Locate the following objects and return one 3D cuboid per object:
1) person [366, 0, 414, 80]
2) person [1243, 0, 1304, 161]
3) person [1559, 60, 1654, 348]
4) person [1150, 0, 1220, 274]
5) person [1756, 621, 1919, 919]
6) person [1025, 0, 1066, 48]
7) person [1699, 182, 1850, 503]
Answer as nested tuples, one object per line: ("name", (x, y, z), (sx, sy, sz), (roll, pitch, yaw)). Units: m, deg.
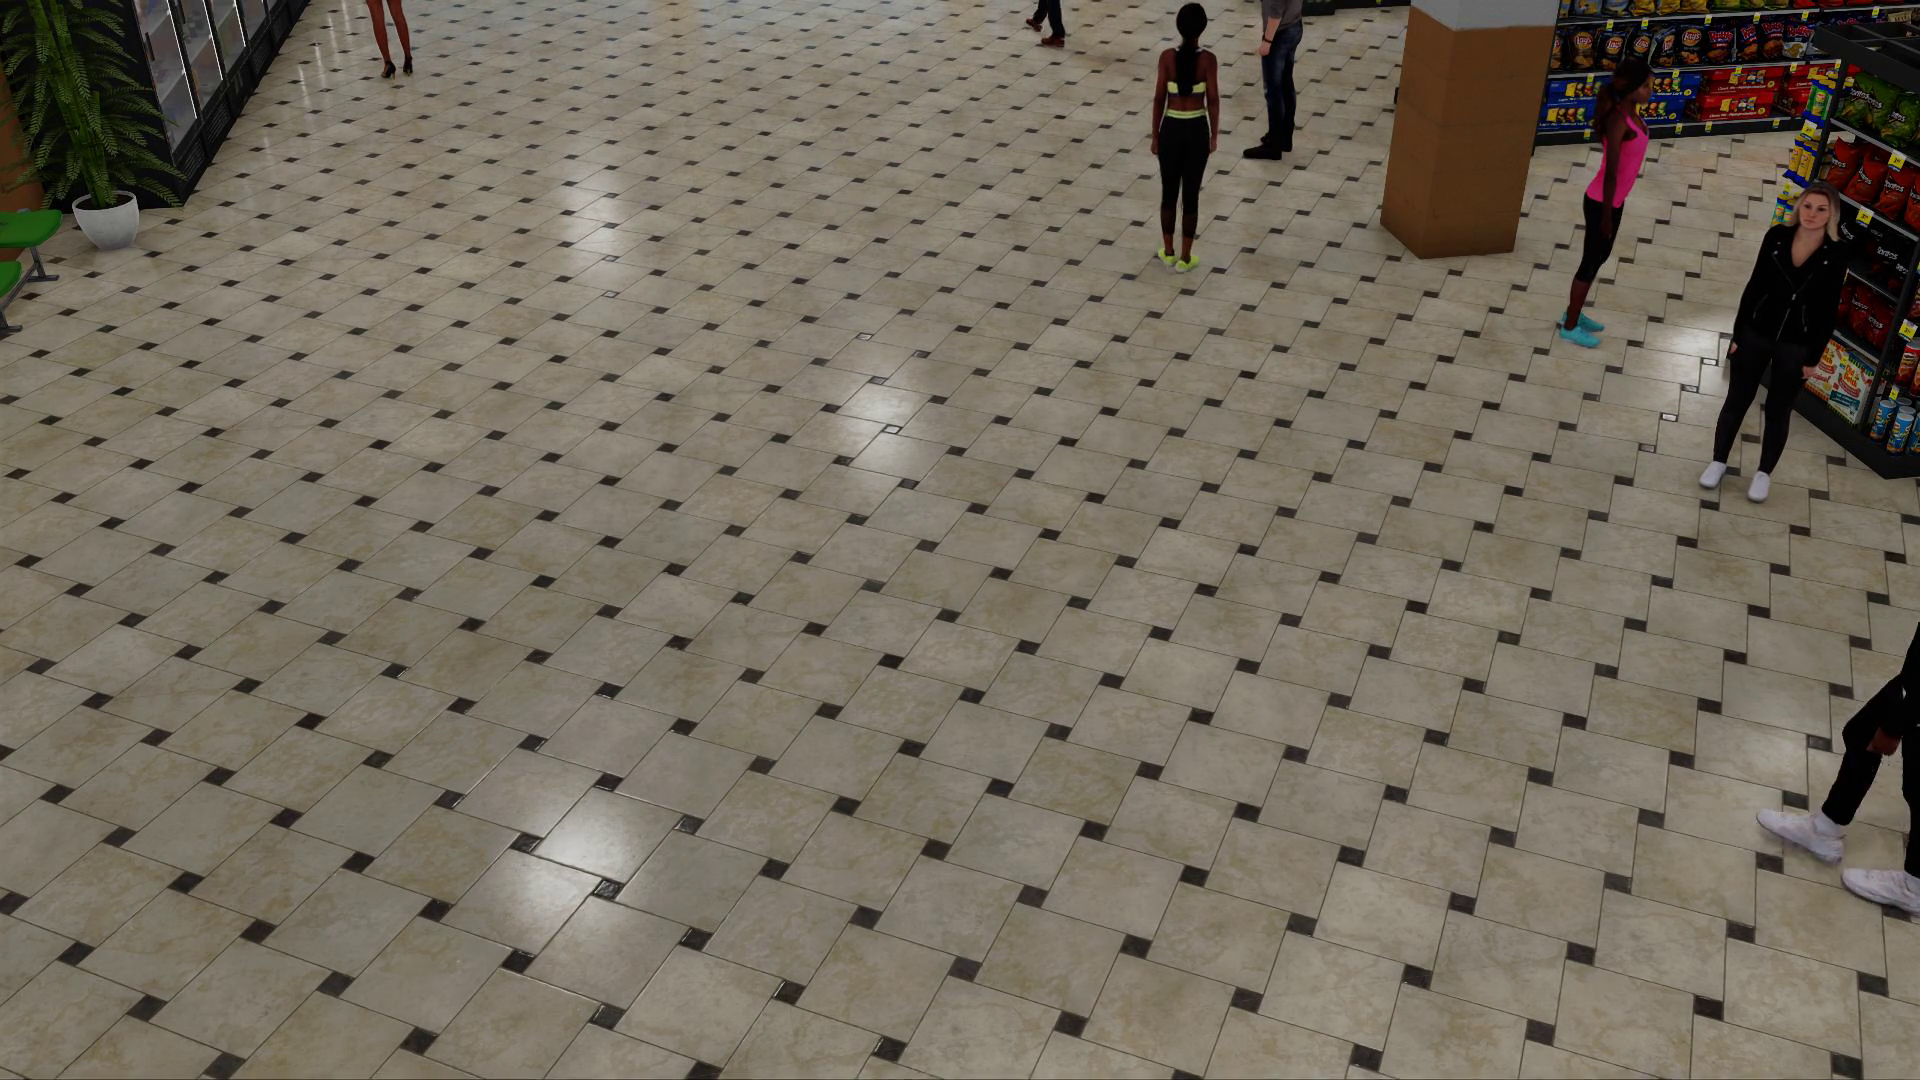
("person", (-5.118, -4.975, 14.640), (0.604, 1.793, 0.716), (-19, 37, -28))
("person", (2.484, -3.900, 12.808), (0.815, 1.903, 0.761), (19, 37, 28))
("person", (3.853, -2.021, 9.958), (0.717, 1.725, 0.667), (17, 36, 25))
("person", (1.452, -2.600, 10.860), (0.632, 1.753, 0.730), (7, 33, 11))
("person", (3.470, 0.571, 5.716), (1.042, 1.803, 0.973), (18, 36, 27))
("person", (0.894, -5.518, 15.507), (1.073, 1.798, 1.031), (-23, 38, -32))
("person", (4.105, -0.990, 8.341), (0.691, 1.681, 0.743), (22, 38, 31))
